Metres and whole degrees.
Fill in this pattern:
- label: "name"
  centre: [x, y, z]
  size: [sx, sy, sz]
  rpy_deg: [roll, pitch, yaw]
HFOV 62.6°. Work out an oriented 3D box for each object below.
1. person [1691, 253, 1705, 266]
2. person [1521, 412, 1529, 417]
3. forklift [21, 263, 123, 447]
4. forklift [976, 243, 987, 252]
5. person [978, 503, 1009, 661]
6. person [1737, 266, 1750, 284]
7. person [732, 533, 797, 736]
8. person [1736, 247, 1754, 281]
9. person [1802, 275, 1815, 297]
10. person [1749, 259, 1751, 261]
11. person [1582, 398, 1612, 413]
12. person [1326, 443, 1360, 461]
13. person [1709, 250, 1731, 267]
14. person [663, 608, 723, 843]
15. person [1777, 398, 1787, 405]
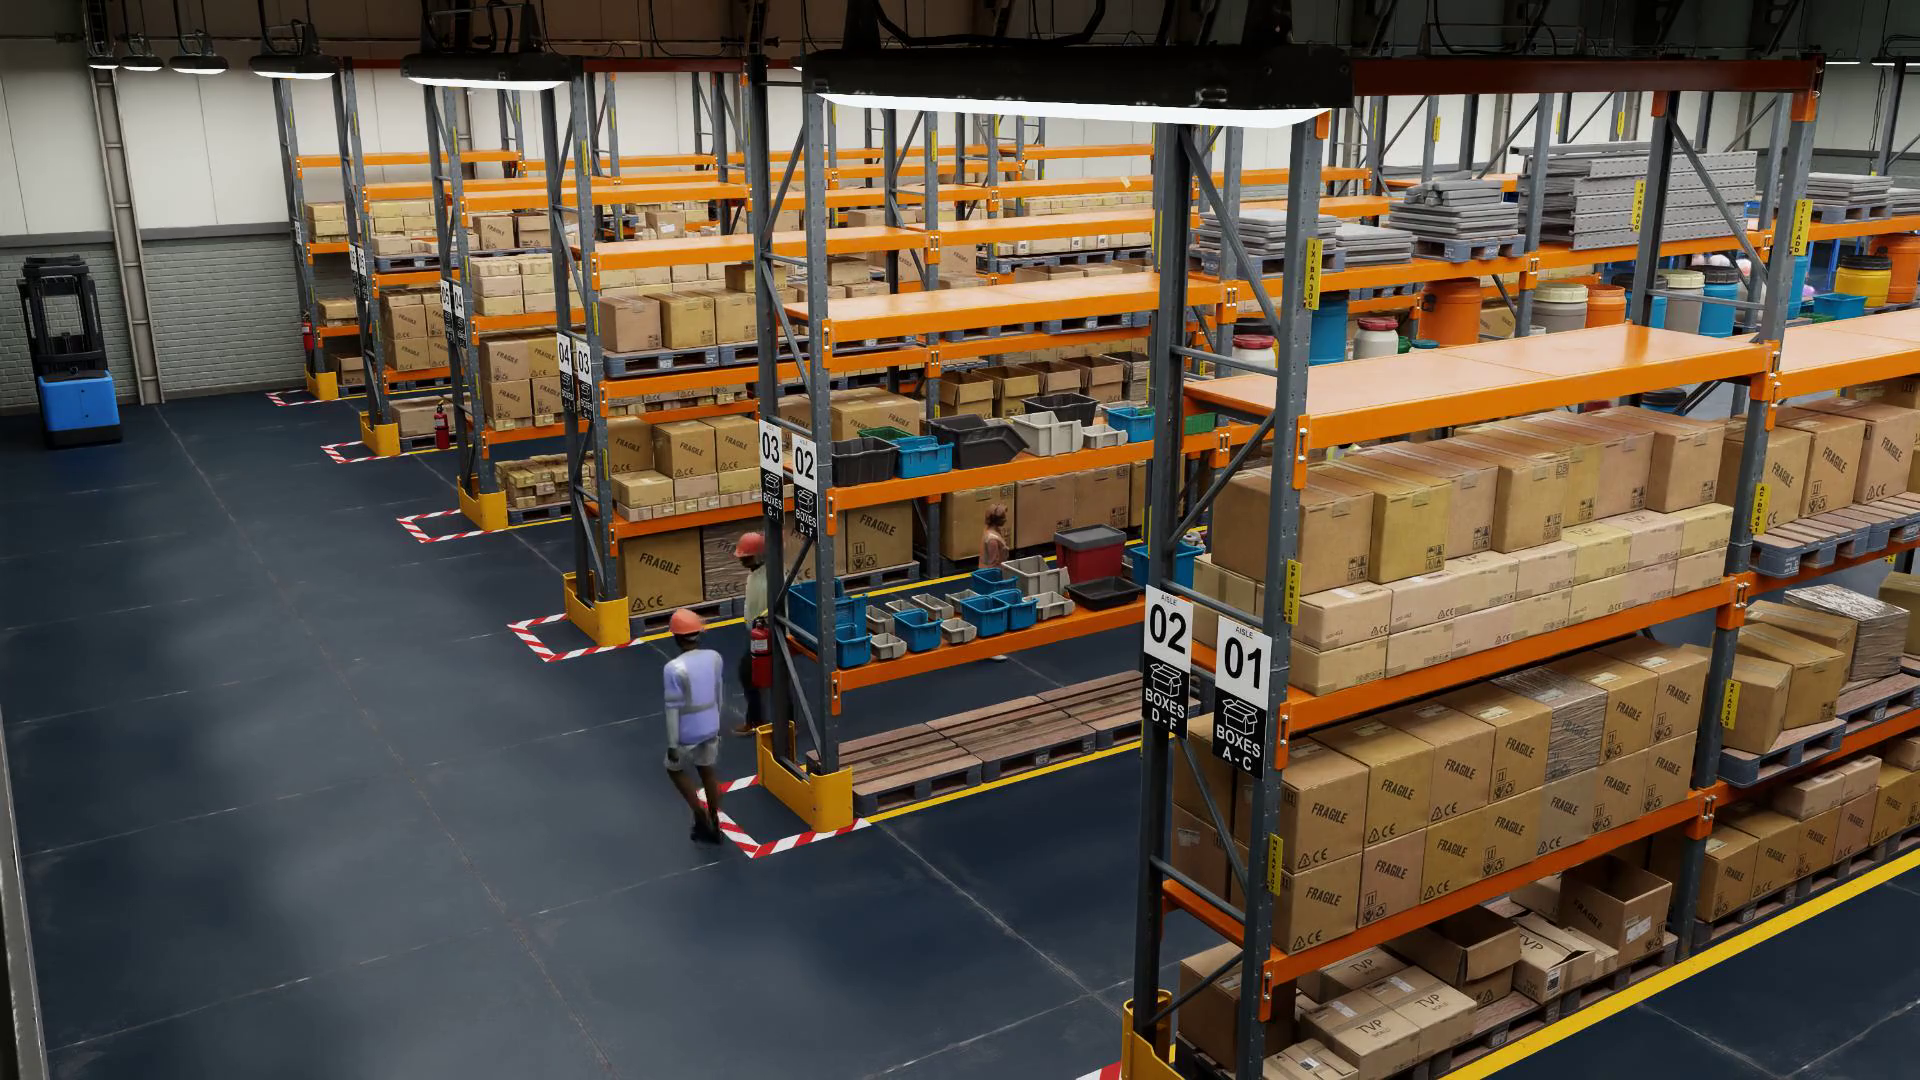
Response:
- label: "person"
  centre: [17.230, -6.058, 37.153]
  size: [0.965, 1.856, 0.642]
  rpy_deg: [-3, 17, -8]
- label: "person"
  centre: [8.260, -1.801, 23.210]
  size: [0.884, 1.830, 0.515]
  rpy_deg: [-10, 20, -30]
- label: "forklift"
  centre: [-14.518, -3.079, 25.708]
  size: [1.129, 2.768, 1.873]
  rpy_deg: [-10, 20, -31]
- label: "forklift"
  centre: [0.988, -5.474, 34.718]
  size: [1.214, 2.155, 2.313]
  rpy_deg: [-10, 20, -31]
- label: "person"
  centre: [0.345, 0.419, 16.266]
  size: [0.312, 1.636, 0.518]
  rpy_deg: [-1, 17, -2]
- label: "person"
  centre: [16.104, -4.692, 32.543]
  size: [0.564, 1.922, 0.475]
  rpy_deg: [4, 17, 13]
- label: "person"
  centre: [-1.817, 0.881, 14.184]
  size: [0.724, 1.966, 0.662]
  rpy_deg: [-6, 18, -19]
- label: "person"
  centre: [17.978, -5.854, 36.381]
  size: [0.916, 1.906, 0.545]
  rpy_deg: [-3, 17, -11]
- label: "person"
  centre: [17.045, -4.531, 32.053]
  size: [0.551, 1.903, 0.605]
  rpy_deg: [-1, 17, -4]
- label: "person"
  centre: [19.958, -6.853, 39.780]
  size: [0.512, 1.842, 0.738]
  rpy_deg: [-9, 19, -27]
- label: "person"
  centre: [9.936, -2.171, 24.614]
  size: [0.574, 1.712, 0.591]
  rpy_deg: [-2, 17, -8]
- label: "person"
  centre: [4.562, -0.507, 18.959]
  size: [0.429, 1.840, 0.633]
  rpy_deg: [-9, 19, -27]
- label: "person"
  centre: [17.769, -6.022, 36.934]
  size: [0.764, 1.901, 0.565]
  rpy_deg: [-7, 18, -23]
- label: "person"
  centre: [-2.105, 1.469, 12.355]
  size: [0.462, 1.912, 0.608]
  rpy_deg: [14, 22, 38]
- label: "person"
  centre: [14.687, -3.393, 28.340]
  size: [0.602, 1.891, 0.928]
  rpy_deg: [-3, 17, -11]
